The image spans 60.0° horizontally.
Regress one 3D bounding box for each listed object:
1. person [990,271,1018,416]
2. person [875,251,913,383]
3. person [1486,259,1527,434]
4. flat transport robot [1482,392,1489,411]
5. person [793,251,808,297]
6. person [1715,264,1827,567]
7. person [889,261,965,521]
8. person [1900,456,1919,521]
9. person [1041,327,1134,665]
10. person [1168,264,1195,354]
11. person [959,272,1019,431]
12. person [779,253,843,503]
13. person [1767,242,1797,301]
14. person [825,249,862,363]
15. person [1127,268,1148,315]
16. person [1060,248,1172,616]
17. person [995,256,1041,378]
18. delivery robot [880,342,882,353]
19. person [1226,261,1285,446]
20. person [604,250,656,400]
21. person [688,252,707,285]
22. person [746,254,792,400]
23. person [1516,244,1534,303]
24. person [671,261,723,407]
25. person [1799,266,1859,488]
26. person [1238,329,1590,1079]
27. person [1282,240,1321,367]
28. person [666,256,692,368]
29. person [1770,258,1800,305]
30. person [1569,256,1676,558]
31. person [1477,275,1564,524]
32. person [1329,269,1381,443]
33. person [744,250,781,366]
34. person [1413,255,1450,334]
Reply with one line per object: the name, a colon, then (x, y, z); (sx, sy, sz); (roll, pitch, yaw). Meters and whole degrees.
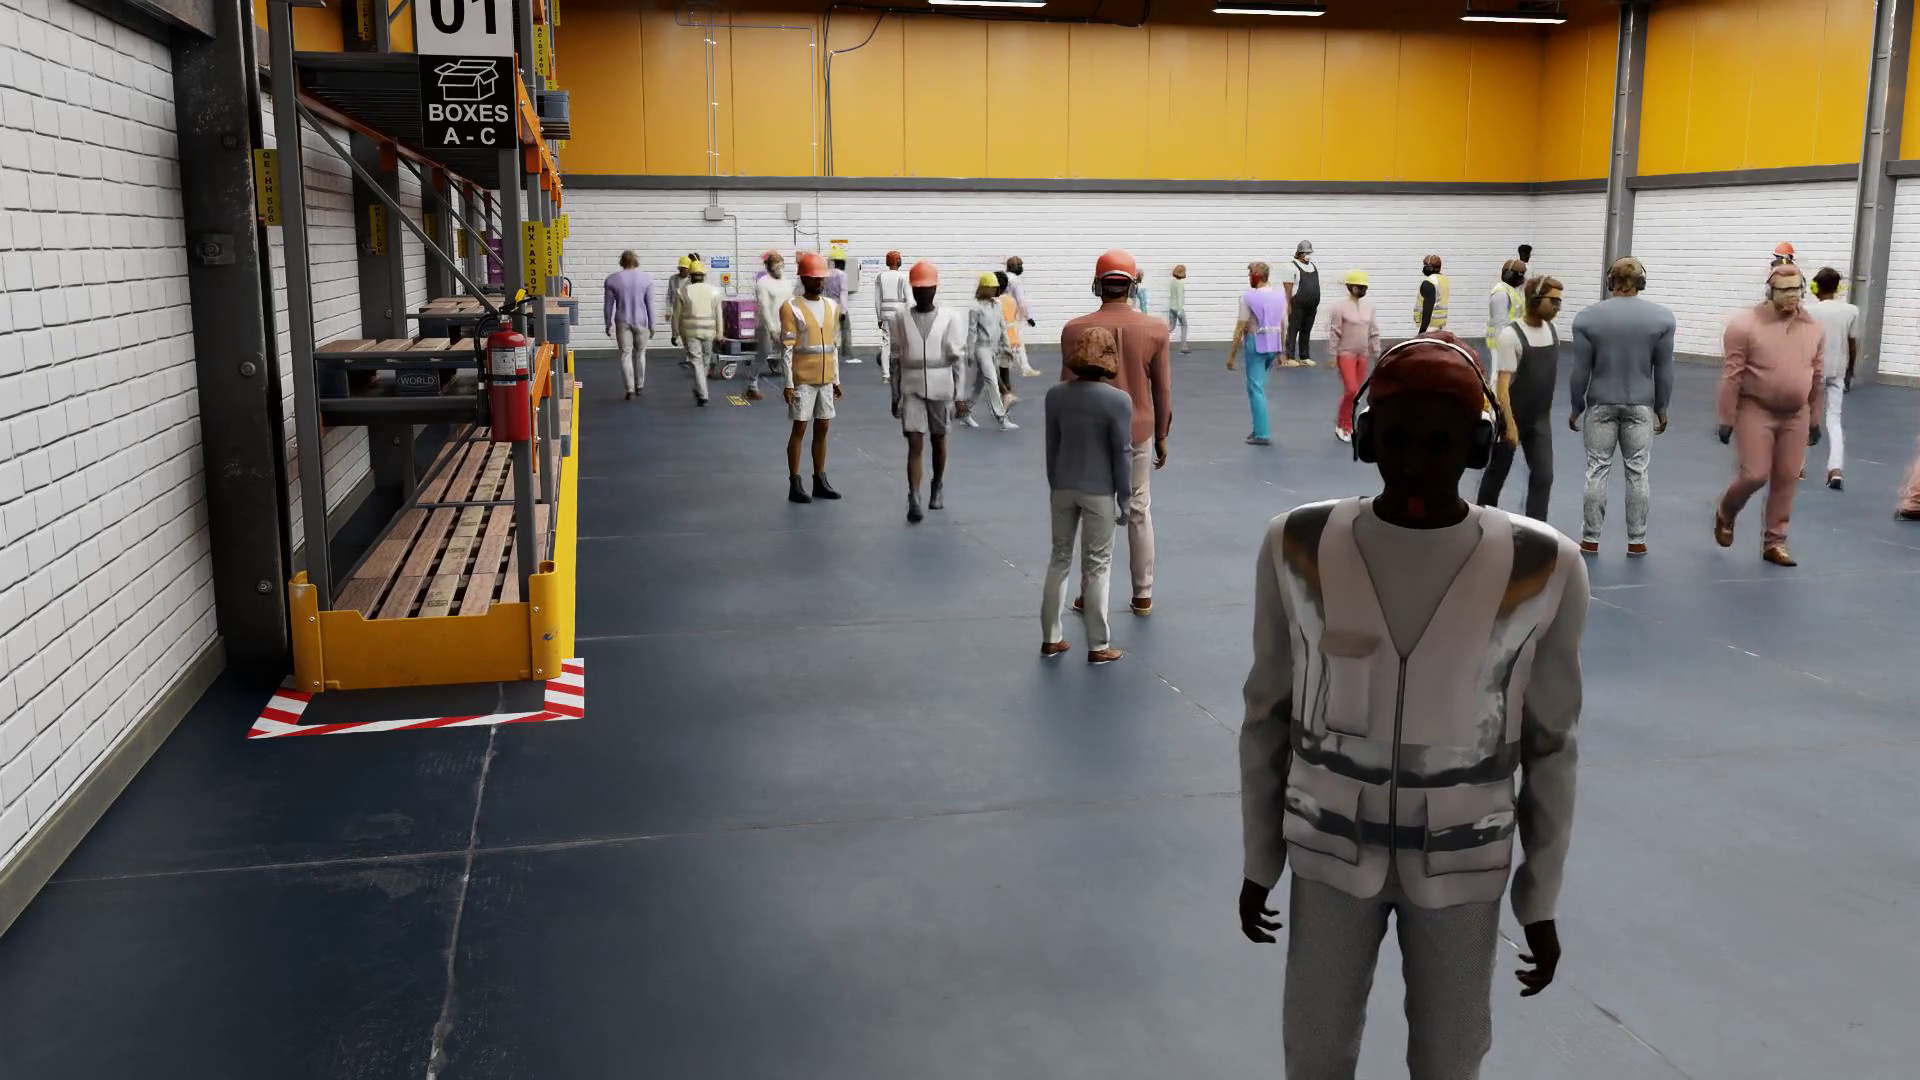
person: (0.490, -2.243, 19.134); (0.403, 1.688, 0.542); (8, 13, 37)
person: (-0.925, -3.154, 23.615); (0.574, 1.885, 0.356); (4, 11, 22)
person: (5.750, -2.018, 17.462); (0.429, 1.837, 0.621); (5, 11, 26)
flat transport robot: (6.229, -1.726, 20.174); (0.652, 0.197, 1.431); (2, 11, 13)
person: (-2.656, -3.907, 27.883); (1.007, 1.847, 0.657); (-1, 10, -6)
person: (5.113, -0.793, 10.518); (0.652, 1.887, 0.531); (-1, 10, -3)
person: (-0.243, -1.102, 12.273); (0.560, 1.883, 1.032); (0, 10, 1)
person: (7.311, -1.039, 11.985); (0.999, 1.860, 0.638); (-3, 11, -18)
person: (0.616, -0.214, 8.057); (0.498, 1.625, 0.301); (8, 13, 36)
person: (3.833, -4.130, 29.824); (0.719, 1.595, 0.499); (-3, 11, -17)
person: (0.295, -2.031, 17.927); (0.917, 1.695, 0.493); (8, 13, 36)
person: (-1.138, -1.261, 12.978); (0.551, 1.935, 0.371); (-9, 14, -41)
person: (12.092, -3.378, 24.542); (0.375, 1.997, 0.611); (1, 10, 6)
person: (-2.068, -3.838, 27.392); (0.891, 1.902, 0.593); (-8, 13, -39)
person: (2.614, -3.339, 25.376); (0.718, 1.614, 0.514); (-4, 11, -22)
person: (0.831, -0.575, 9.020); (0.622, 1.992, 0.397); (-1, 10, -7)
person: (0.741, -3.274, 24.540); (0.944, 1.803, 0.623); (-3, 11, -14)
delivery robot: (-0.903, -3.053, 26.479); (0.707, 0.478, 0.477); (-5, 11, -26)
person: (2.939, -1.860, 16.619); (0.584, 1.824, 0.609); (-9, 14, -41)
person: (-4.262, -2.781, 21.495); (0.654, 1.893, 0.978); (-2, 10, -12)
person: (-4.364, -3.881, 27.799); (0.409, 1.832, 0.556); (-1, 10, -6)
person: (-2.351, -2.660, 20.961); (1.097, 1.881, 0.621); (9, 14, 42)
person: (10.118, -4.341, 29.964); (0.367, 1.967, 0.606); (-4, 11, -23)
person: (-3.272, -2.558, 20.608); (0.603, 1.767, 0.971); (-5, 11, -25)
person: (7.212, -1.360, 13.857); (0.532, 1.827, 0.971); (3, 11, 15)
person: (0.766, 0.580, 2.917); (0.572, 1.887, 0.356); (4, 11, 19)
person: (5.562, -3.820, 26.871); (0.689, 2.000, 0.537); (-7, 12, -34)
person: (-4.376, -3.663, 26.730); (0.622, 1.795, 0.679); (4, 11, 19)
person: (8.446, -1.955, 17.063); (0.460, 1.851, 0.548); (5, 12, 27)
person: (4.234, -0.845, 10.691); (0.627, 1.934, 0.371); (4, 11, 19)
person: (3.522, -0.736, 10.401); (0.571, 1.806, 0.770); (-4, 11, -20)
person: (3.979, -1.845, 16.751); (0.532, 1.752, 0.476); (-5, 12, -28)
person: (-3.090, -3.724, 26.798); (1.011, 1.888, 0.546); (-7, 12, -34)
person: (6.197, -2.830, 21.941); (0.429, 1.841, 0.633); (7, 13, 35)
